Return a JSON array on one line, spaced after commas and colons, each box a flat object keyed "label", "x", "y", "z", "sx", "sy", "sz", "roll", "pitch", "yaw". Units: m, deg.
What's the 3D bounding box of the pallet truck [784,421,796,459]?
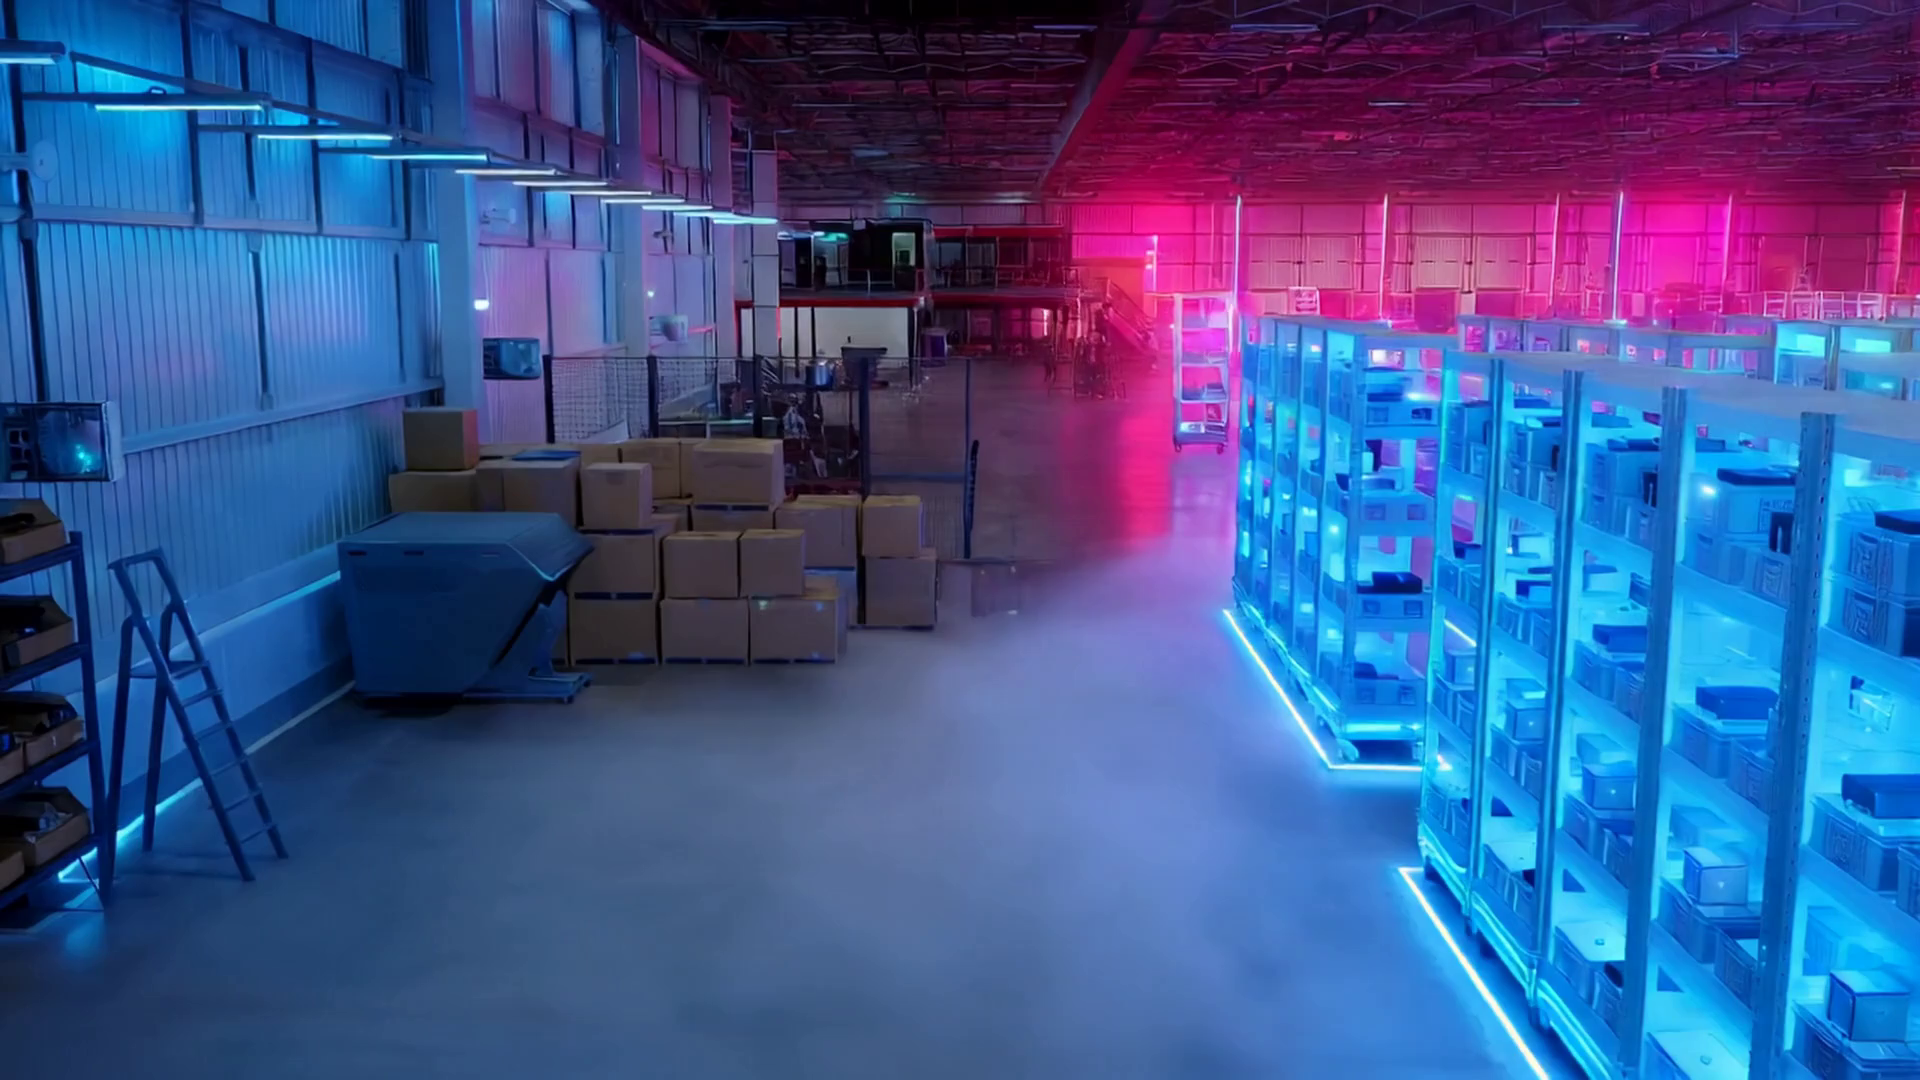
[{"label": "pallet truck", "x": -4.013, "y": -1.793, "z": 32.705, "sx": 1.601, "sy": 1.201, "sz": 0.680, "roll": 0, "pitch": 9, "yaw": 1}]

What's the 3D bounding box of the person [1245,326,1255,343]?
[{"label": "person", "x": 12.420, "y": -8.485, "z": 71.485, "sx": 0.392, "sy": 2.040, "sz": 0.611, "roll": -4, "pitch": 10, "yaw": -24}]

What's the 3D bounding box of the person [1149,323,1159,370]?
[{"label": "person", "x": 8.064, "y": -8.035, "z": 69.054, "sx": 0.361, "sy": 1.930, "sz": 0.588, "roll": 7, "pitch": 12, "yaw": 37}]

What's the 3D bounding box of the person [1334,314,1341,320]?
[{"label": "person", "x": 20.022, "y": -11.099, "z": 88.258, "sx": 0.656, "sy": 1.829, "sz": 0.451, "roll": -5, "pitch": 11, "yaw": -30}]

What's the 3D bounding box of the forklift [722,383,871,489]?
[{"label": "forklift", "x": -2.893, "y": -1.687, "z": 28.729, "sx": 2.680, "sy": 1.987, "sz": 1.157, "roll": 0, "pitch": 9, "yaw": -1}]

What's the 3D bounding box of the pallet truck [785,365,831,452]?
[{"label": "pallet truck", "x": -3.774, "y": -2.976, "z": 37.635, "sx": 1.885, "sy": 1.965, "sz": 0.823, "roll": 1, "pitch": 9, "yaw": 5}]

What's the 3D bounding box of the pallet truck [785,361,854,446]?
[{"label": "pallet truck", "x": -3.410, "y": -3.193, "z": 38.978, "sx": 1.885, "sy": 1.965, "sz": 0.823, "roll": 0, "pitch": 9, "yaw": -1}]

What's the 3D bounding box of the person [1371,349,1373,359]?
[{"label": "person", "x": 14.191, "y": -6.046, "z": 56.999, "sx": 0.652, "sy": 1.860, "sz": 0.590, "roll": 1, "pitch": 9, "yaw": 3}]

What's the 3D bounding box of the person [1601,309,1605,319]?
[{"label": "person", "x": 36.366, "y": -12.077, "z": 93.856, "sx": 0.437, "sy": 1.981, "sz": 0.628, "roll": 0, "pitch": 9, "yaw": -1}]

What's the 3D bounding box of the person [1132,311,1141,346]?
[{"label": "person", "x": 9.587, "y": -11.442, "z": 90.036, "sx": 0.601, "sy": 1.940, "sz": 0.395, "roll": -8, "pitch": 12, "yaw": -41}]

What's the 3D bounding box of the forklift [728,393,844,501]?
[{"label": "forklift", "x": -2.979, "y": -1.316, "z": 26.476, "sx": 2.680, "sy": 1.987, "sz": 1.157, "roll": 0, "pitch": 9, "yaw": 1}]

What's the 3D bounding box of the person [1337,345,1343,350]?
[{"label": "person", "x": 14.909, "y": -7.582, "z": 65.919, "sx": 0.704, "sy": 2.000, "sz": 0.691, "roll": 2, "pitch": 9, "yaw": 14}]

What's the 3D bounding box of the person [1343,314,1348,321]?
[{"label": "person", "x": 21.043, "y": -11.551, "z": 91.361, "sx": 0.854, "sy": 1.734, "sz": 0.531, "roll": -1, "pitch": 9, "yaw": -7}]

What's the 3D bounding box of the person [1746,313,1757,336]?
[{"label": "person", "x": 41.946, "y": -11.096, "z": 88.114, "sx": 0.468, "sy": 1.866, "sz": 0.601, "roll": -5, "pitch": 10, "yaw": -28}]

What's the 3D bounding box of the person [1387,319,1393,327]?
[{"label": "person", "x": 20.134, "y": -9.392, "z": 77.745, "sx": 0.947, "sy": 1.824, "sz": 0.554, "roll": 2, "pitch": 9, "yaw": 11}]

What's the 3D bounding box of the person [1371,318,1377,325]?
[{"label": "person", "x": 21.274, "y": -10.588, "z": 85.517, "sx": 0.540, "sy": 1.695, "sz": 0.317, "roll": 6, "pitch": 11, "yaw": 32}]

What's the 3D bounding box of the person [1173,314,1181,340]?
[{"label": "person", "x": 12.543, "y": -12.360, "z": 95.668, "sx": 0.622, "sy": 1.956, "sz": 0.981, "roll": 4, "pitch": 10, "yaw": 25}]

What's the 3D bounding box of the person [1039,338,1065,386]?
[{"label": "person", "x": 3.245, "y": -6.329, "z": 59.185, "sx": 0.938, "sy": 1.721, "sz": 0.527, "roll": -3, "pitch": 10, "yaw": -16}]

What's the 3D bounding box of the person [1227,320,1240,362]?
[{"label": "person", "x": 12.289, "y": -8.977, "z": 75.000, "sx": 0.655, "sy": 1.880, "sz": 1.026, "roll": -4, "pitch": 10, "yaw": -21}]

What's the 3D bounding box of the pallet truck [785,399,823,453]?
[{"label": "pallet truck", "x": -3.814, "y": -2.432, "z": 36.419, "sx": 1.630, "sy": 1.274, "sz": 0.653, "roll": 0, "pitch": 9, "yaw": 1}]

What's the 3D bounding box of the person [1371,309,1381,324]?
[{"label": "person", "x": 23.715, "y": -12.157, "z": 94.618, "sx": 0.654, "sy": 1.891, "sz": 0.385, "roll": -1, "pitch": 9, "yaw": -8}]

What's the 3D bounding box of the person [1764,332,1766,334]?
[{"label": "person", "x": 39.073, "y": -9.811, "z": 80.278, "sx": 0.430, "sy": 1.845, "sz": 0.619, "roll": 1, "pitch": 9, "yaw": 8}]

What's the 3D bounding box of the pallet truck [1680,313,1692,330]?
[{"label": "pallet truck", "x": 36.315, "y": -10.531, "z": 84.244, "sx": 0.823, "sy": 1.965, "sz": 1.885, "roll": -6, "pitch": 11, "yaw": -33}]

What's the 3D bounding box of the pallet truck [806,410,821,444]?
[{"label": "pallet truck", "x": -3.559, "y": -2.018, "z": 33.905, "sx": 1.522, "sy": 1.261, "sz": 0.704, "roll": 0, "pitch": 9, "yaw": -1}]
